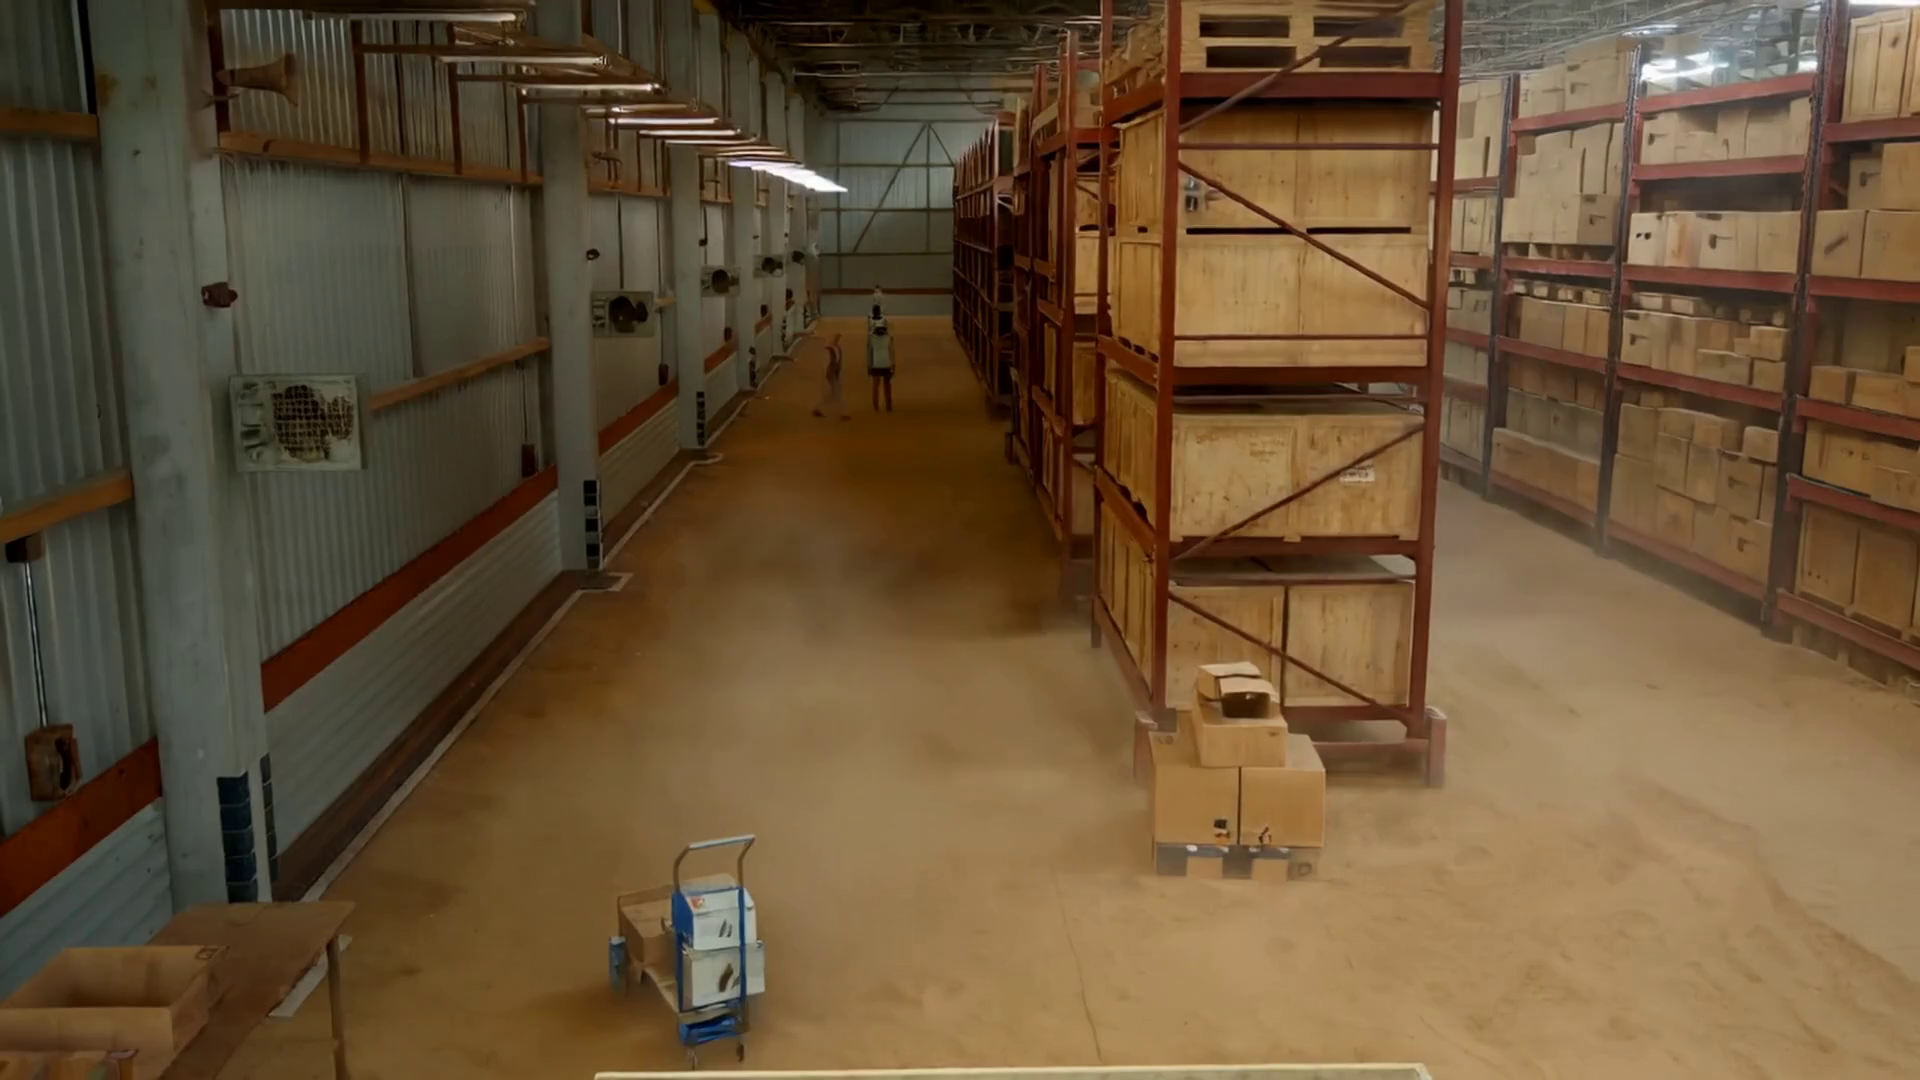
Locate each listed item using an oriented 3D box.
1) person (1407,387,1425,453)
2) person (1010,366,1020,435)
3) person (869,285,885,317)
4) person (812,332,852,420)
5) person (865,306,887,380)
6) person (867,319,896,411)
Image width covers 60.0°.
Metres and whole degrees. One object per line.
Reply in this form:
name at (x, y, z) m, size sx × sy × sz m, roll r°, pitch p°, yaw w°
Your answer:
person at (6.776, -1.439, 24.416) m, size 0.542 × 1.697 × 0.316 m, roll -1°, pitch 11°, yaw -3°
person at (1.230, -2.500, 29.487) m, size 0.667 × 1.861 × 0.959 m, roll 8°, pitch 14°, yaw 37°
person at (-3.021, -8.365, 60.341) m, size 0.576 × 1.734 × 0.398 m, roll 4°, pitch 12°, yaw 21°
person at (-2.667, -3.378, 34.243) m, size 0.928 × 1.809 × 0.578 m, roll 5°, pitch 12°, yaw 23°
person at (-2.153, -5.075, 42.806) m, size 0.597 × 1.908 × 0.406 m, roll -3°, pitch 11°, yaw -16°
person at (-1.683, -3.752, 35.713) m, size 0.617 × 1.986 × 0.408 m, roll -3°, pitch 11°, yaw -16°
